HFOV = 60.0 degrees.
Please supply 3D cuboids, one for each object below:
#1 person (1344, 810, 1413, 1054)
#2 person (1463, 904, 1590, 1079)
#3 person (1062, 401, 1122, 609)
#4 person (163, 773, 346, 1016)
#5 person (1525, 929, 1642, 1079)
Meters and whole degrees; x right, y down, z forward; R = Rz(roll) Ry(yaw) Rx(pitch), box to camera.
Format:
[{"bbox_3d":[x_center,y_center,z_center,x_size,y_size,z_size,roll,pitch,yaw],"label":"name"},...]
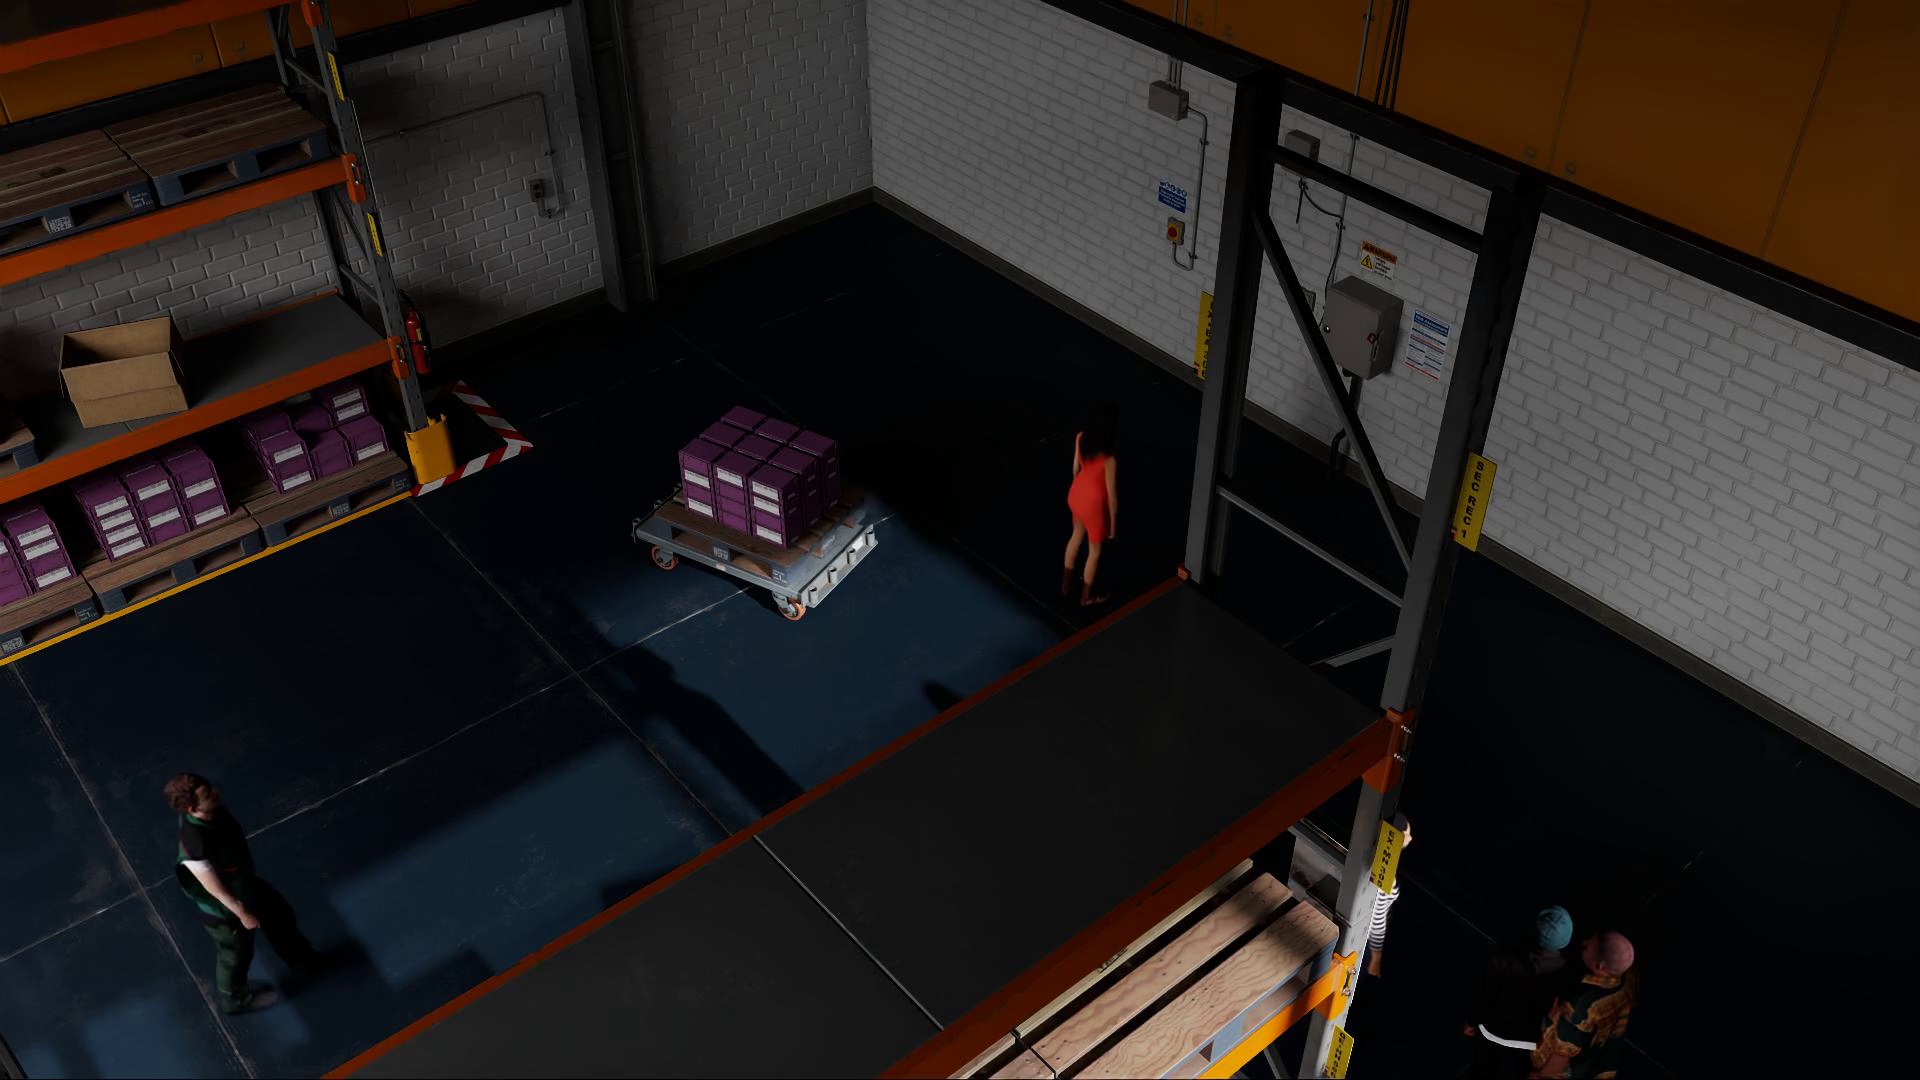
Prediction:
[{"bbox_3d":[2.131,2.060,8.808,0.689,1.796,0.653,0,39,0],"label":"person"},{"bbox_3d":[2.795,2.437,8.319,0.760,1.818,0.806,5,39,7],"label":"person"},{"bbox_3d":[0.915,-0.238,11.756,0.542,1.708,0.601,-26,45,-29],"label":"person"},{"bbox_3d":[-4.006,1.941,8.940,1.004,1.817,0.840,-11,40,-13],"label":"person"},{"bbox_3d":[3.030,2.532,8.209,0.589,1.807,0.756,-30,47,-32],"label":"person"}]
